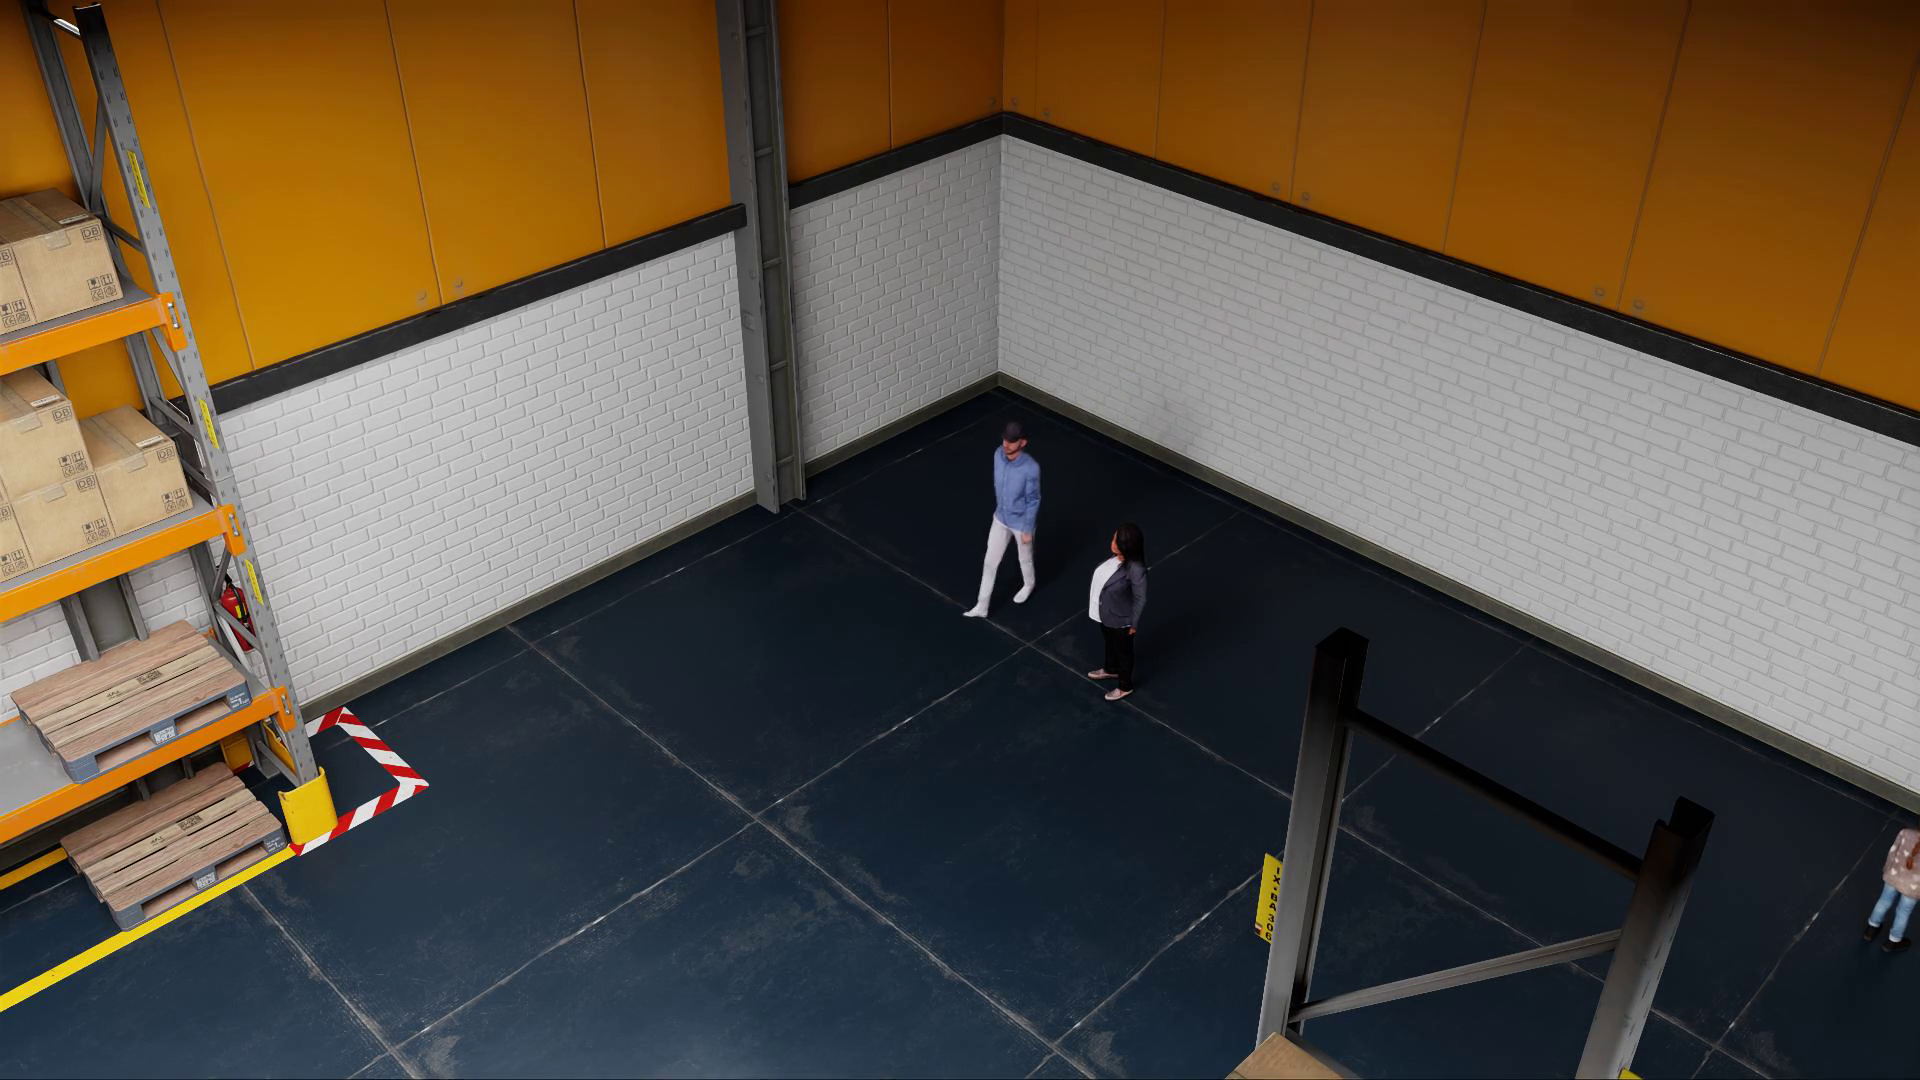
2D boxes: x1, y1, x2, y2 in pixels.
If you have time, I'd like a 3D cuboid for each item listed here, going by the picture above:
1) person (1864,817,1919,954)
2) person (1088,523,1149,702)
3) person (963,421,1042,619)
[{"bbox_3d":[6.284,2.246,11.033,0.520,1.190,0.522,-19,38,-26],"label":"person"},{"bbox_3d":[1.268,0.552,13.214,0.800,1.597,0.781,-11,35,-16],"label":"person"},{"bbox_3d":[0.517,-0.215,14.144,0.752,1.845,1.120,24,41,32],"label":"person"}]
